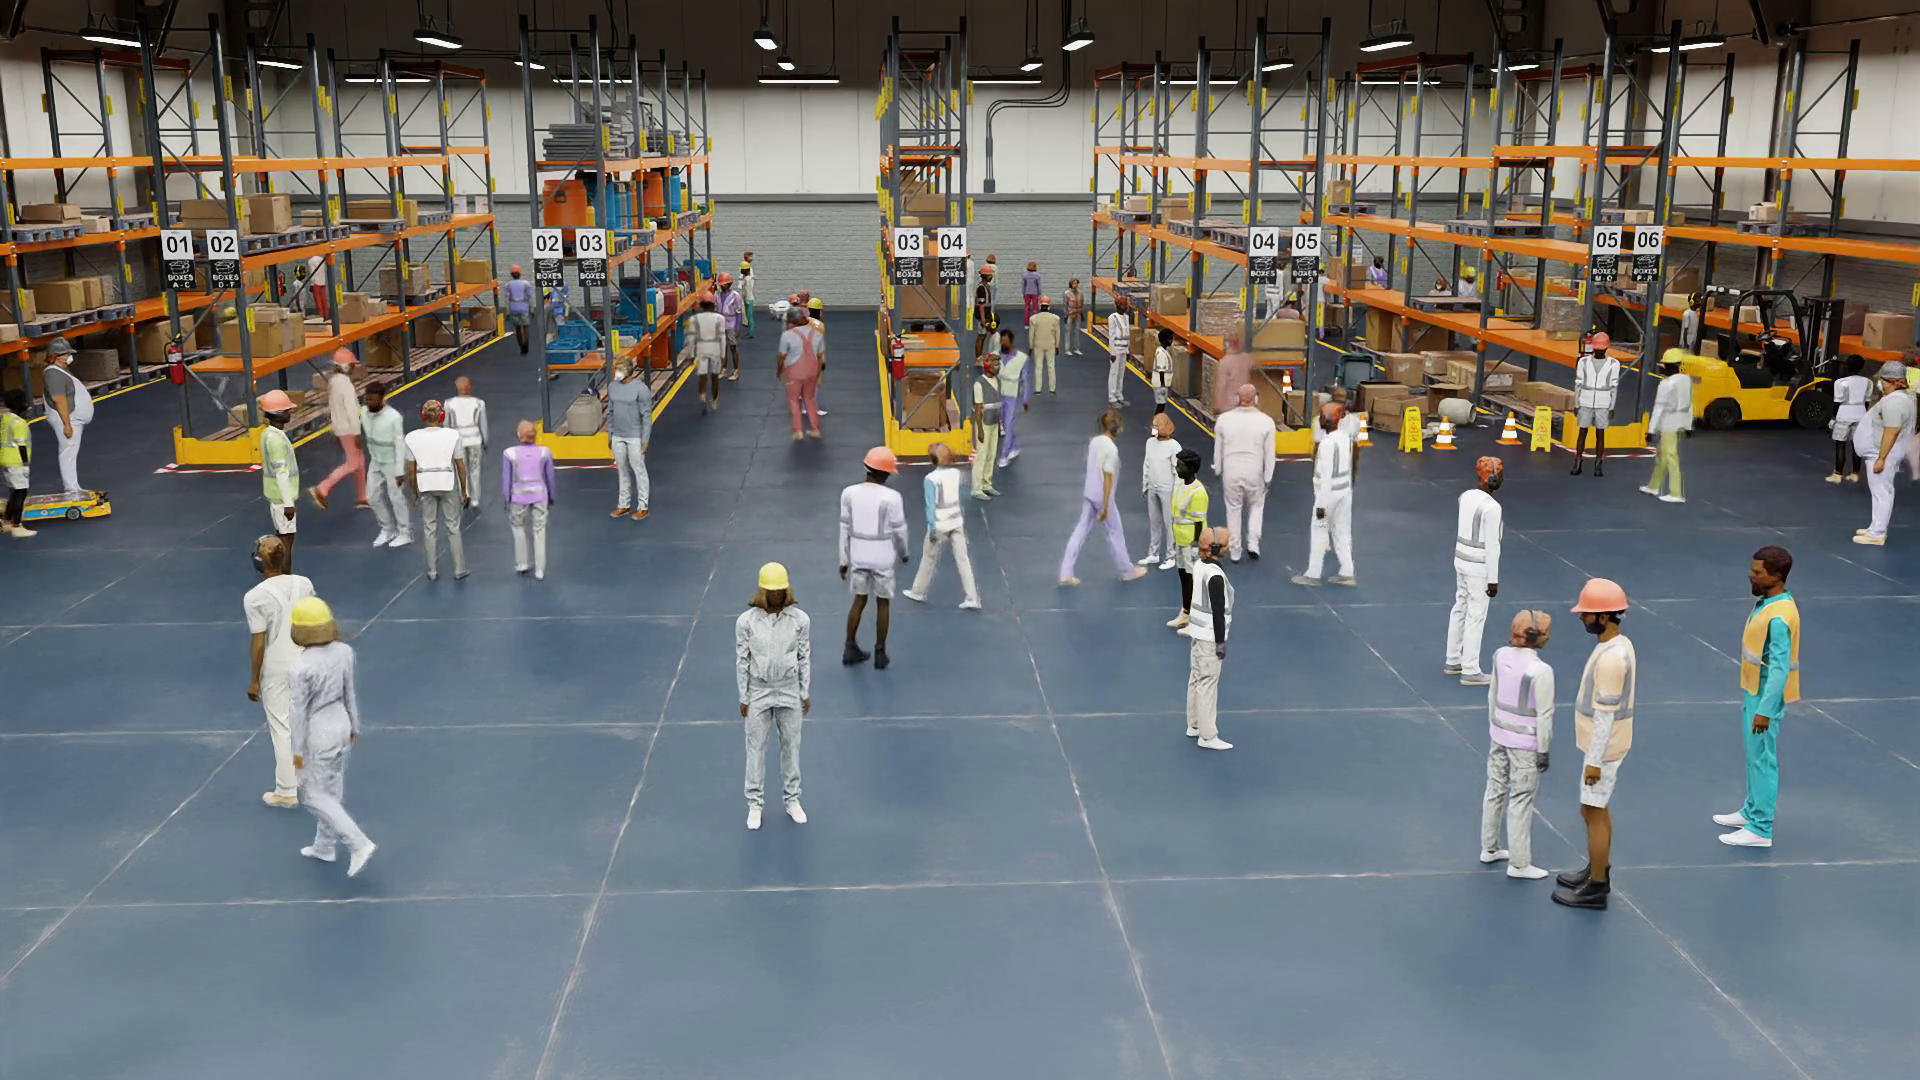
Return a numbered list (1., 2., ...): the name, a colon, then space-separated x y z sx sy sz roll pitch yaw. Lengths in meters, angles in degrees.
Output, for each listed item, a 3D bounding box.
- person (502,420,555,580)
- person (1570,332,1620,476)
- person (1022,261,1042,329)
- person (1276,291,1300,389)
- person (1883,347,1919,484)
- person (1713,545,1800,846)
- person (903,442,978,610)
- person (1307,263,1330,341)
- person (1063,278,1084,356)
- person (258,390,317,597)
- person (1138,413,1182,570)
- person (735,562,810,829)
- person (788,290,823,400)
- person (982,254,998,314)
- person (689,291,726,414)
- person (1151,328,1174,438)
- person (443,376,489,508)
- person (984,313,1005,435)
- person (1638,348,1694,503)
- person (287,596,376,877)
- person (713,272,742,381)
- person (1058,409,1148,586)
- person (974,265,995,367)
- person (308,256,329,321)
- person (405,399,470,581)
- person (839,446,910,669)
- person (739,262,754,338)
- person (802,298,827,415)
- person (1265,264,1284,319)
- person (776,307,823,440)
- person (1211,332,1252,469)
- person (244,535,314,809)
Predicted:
1. person: -4.399 -0.420 16.953 0.541 1.615 0.649 -6 14 -22
2. person: 8.462 -1.811 22.171 0.543 1.934 0.362 6 14 23
3. person: 1.735 -5.908 40.168 0.500 1.633 0.284 6 14 23
4. person: 5.976 -3.638 30.270 0.312 1.768 0.530 -12 18 -41
5. person: 12.256 -1.589 21.512 0.910 1.796 0.595 -8 15 -29
6. person: 5.035 0.972 10.412 0.379 1.916 0.596 5 14 19
7. person: -0.153 -0.139 15.819 0.875 1.588 0.535 13 18 43
8. person: 8.130 -5.391 37.697 0.533 1.767 0.327 7 15 27
9. person: 2.390 -4.716 35.126 0.519 1.633 0.312 -8 16 -31
10. person: -6.531 -0.432 16.085 0.363 2.048 0.608 -7 15 -28
11. person: 2.092 -0.512 17.309 0.267 1.632 0.507 -10 17 -37
12. person: -1.191 0.993 10.698 0.485 1.745 0.289 -4 14 -16
13. person: -2.689 -3.385 28.912 0.644 1.900 0.399 -6 14 -22
14. person: 0.786 -6.585 43.057 0.491 1.625 0.283 10 17 37
15. person: -4.158 -3.088 27.415 0.613 2.020 0.878 -1 13 -3
16. person: 3.025 -2.326 24.880 0.322 1.685 0.542 2 13 8
17. person: -5.951 -1.164 20.063 0.532 1.627 0.412 -4 14 -16
18. person: 0.527 -2.527 25.371 0.329 1.861 0.504 -1 13 -3
19. person: 8.705 -1.433 20.625 0.625 1.897 0.819 -9 16 -34
20. person: -3.800 1.172 9.982 0.677 1.727 0.499 5 14 21
21. person: -4.383 -4.002 31.226 0.607 2.040 0.378 7 15 27
22. person: 1.395 -0.411 16.579 1.008 1.793 0.561 -7 15 -26
23. person: 0.502 -4.465 33.211 0.411 2.034 0.604 2 13 8
24. person: -16.011 -6.382 41.410 0.392 1.991 0.613 3 14 12
25. person: -5.259 -0.492 16.763 0.563 1.847 0.389 -2 13 -8
26. person: -0.685 0.145 13.958 0.581 1.898 0.506 6 15 24
27. person: -4.901 -5.513 38.233 0.333 1.761 0.528 -2 13 -10
28. person: -2.397 -2.995 27.230 0.581 1.919 0.396 12 18 40
29. person: 7.216 -5.568 38.210 0.347 1.879 0.584 -7 15 -27
30. person: -2.418 -2.517 24.931 0.703 2.000 0.558 -11 17 -39
31. person: 3.633 -1.865 22.469 0.667 1.895 0.427 -12 18 -42
32. person: -4.486 0.864 11.022 0.343 1.847 0.506 8 15 30
